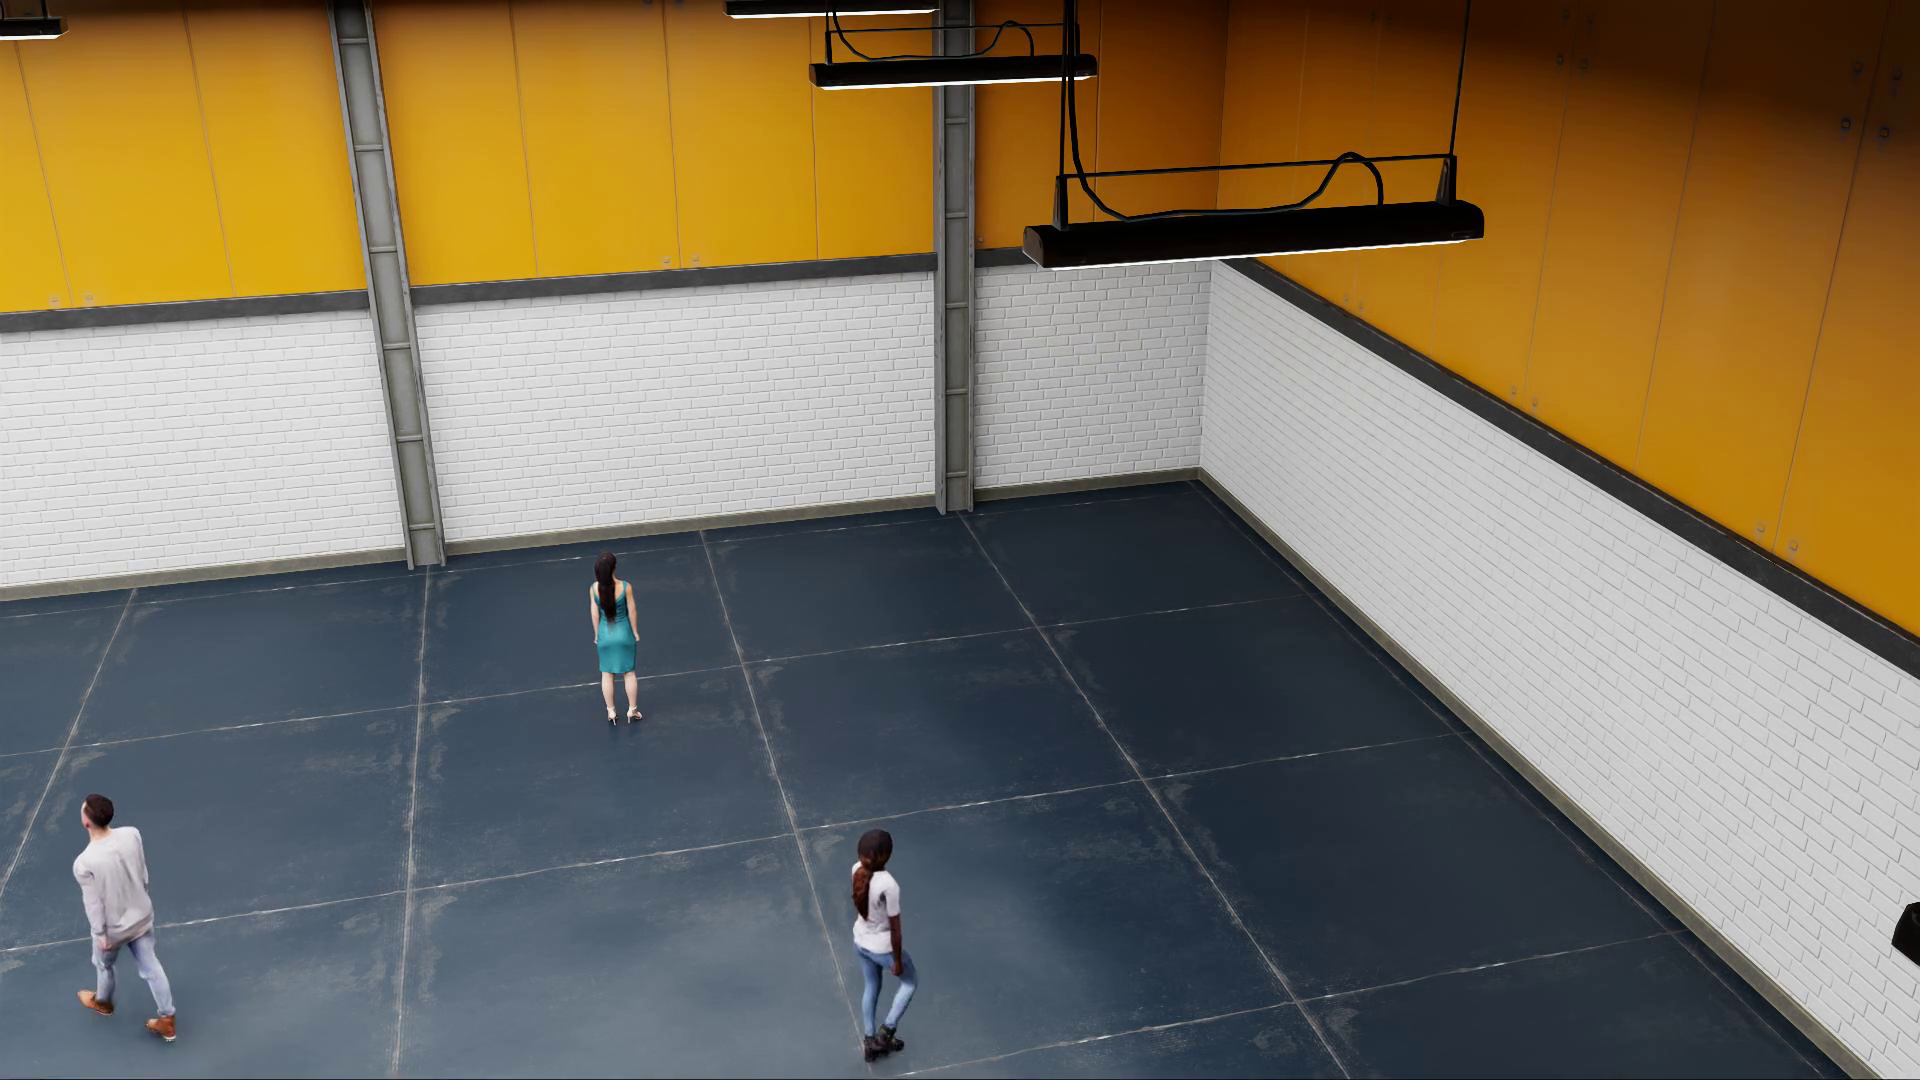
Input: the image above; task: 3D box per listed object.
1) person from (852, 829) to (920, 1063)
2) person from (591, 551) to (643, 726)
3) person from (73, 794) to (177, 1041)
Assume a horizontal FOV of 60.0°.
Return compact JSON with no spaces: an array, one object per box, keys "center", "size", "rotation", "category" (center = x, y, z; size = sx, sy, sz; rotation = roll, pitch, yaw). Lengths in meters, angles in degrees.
[{"center":[-0.577,2.641,10.679],"size":[0.779,1.716,0.738],"rotation":[-22,32,-40],"category":"person"},{"center":[-3.060,0.868,14.773],"size":[0.481,1.687,0.641],"rotation":[-2,24,-4],"category":"person"},{"center":[-5.419,2.504,10.889],"size":[1.190,1.800,1.102],"rotation":[11,26,24],"category":"person"}]
